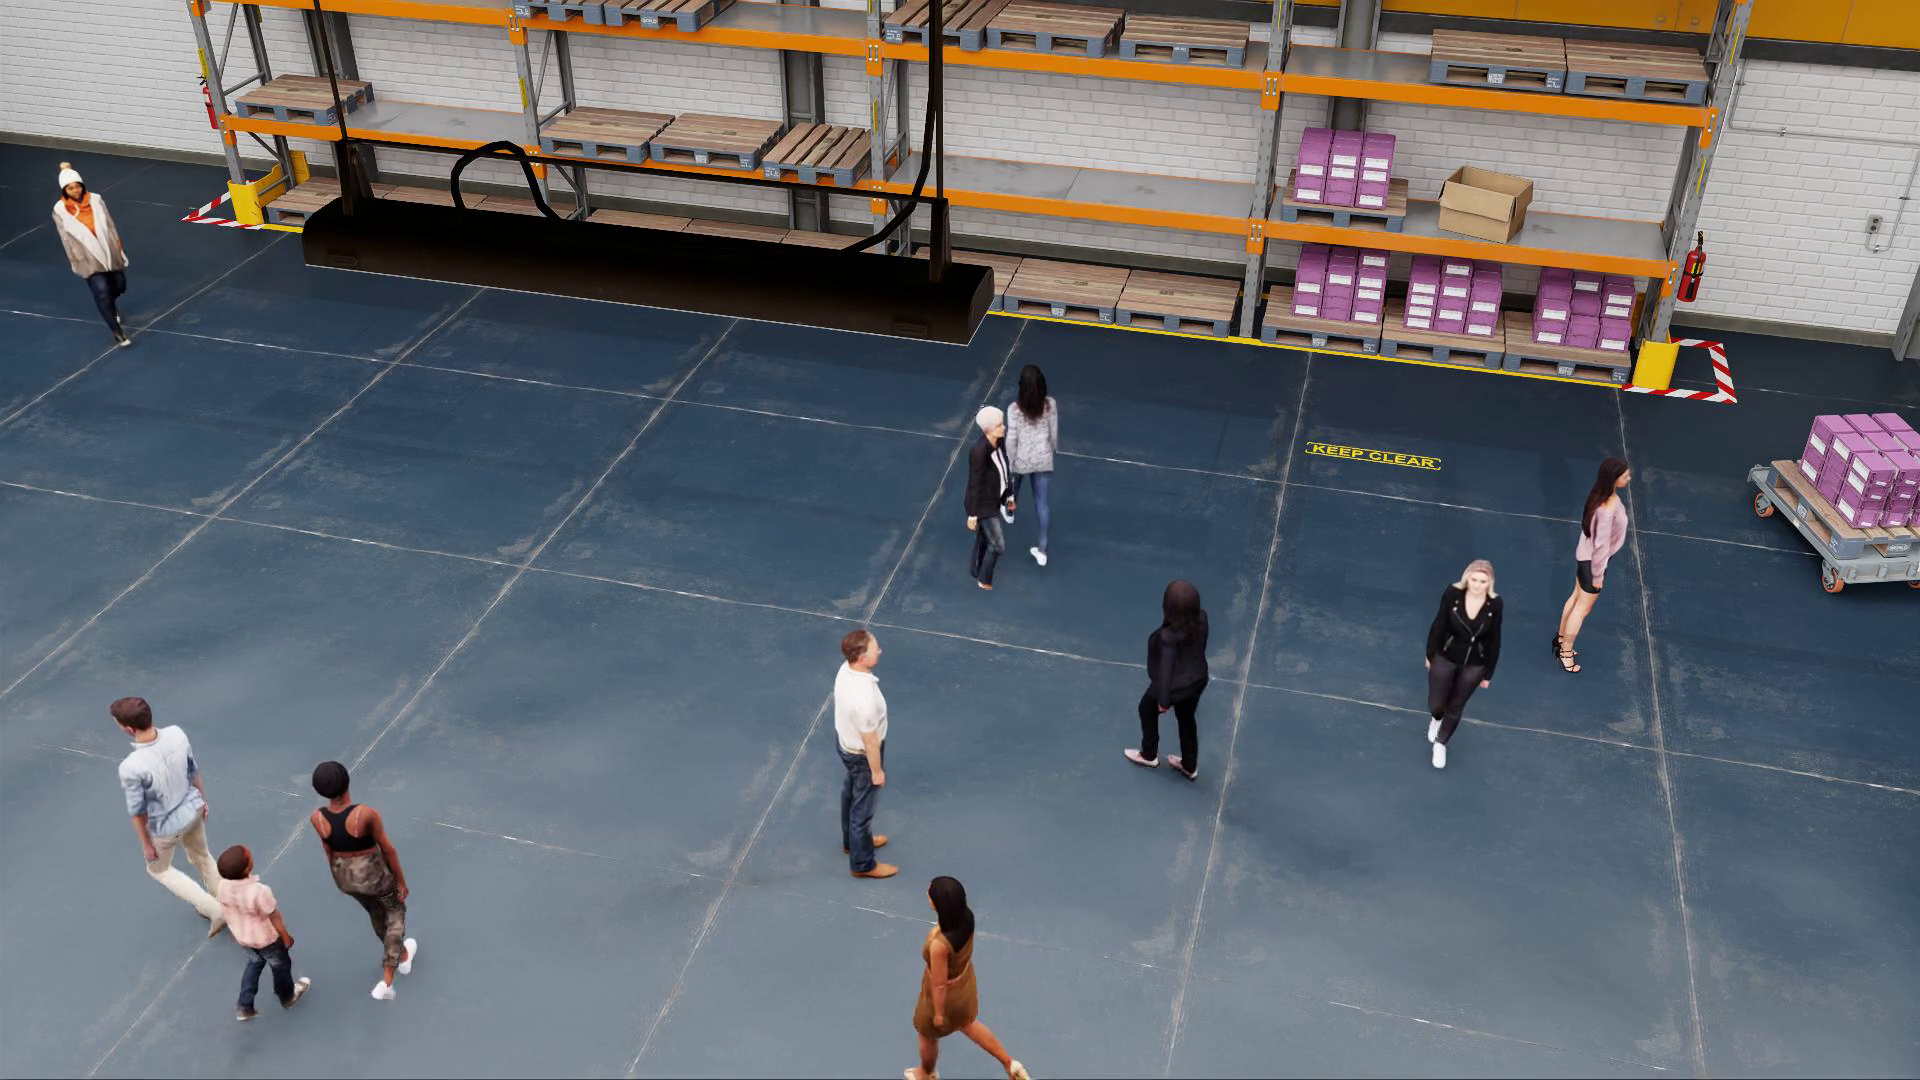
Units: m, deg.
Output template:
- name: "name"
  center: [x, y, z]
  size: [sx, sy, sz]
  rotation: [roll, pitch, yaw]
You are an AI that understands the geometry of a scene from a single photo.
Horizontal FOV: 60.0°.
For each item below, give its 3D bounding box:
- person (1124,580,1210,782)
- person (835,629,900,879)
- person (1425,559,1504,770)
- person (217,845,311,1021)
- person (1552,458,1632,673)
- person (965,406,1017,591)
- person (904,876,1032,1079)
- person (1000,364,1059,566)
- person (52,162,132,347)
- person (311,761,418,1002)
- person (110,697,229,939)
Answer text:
- name: "person"
  center: [1.548, 1.000, 11.291]
  size: [0.892, 1.599, 0.823]
  rotation: [26, 41, 33]
- name: "person"
  center: [-0.649, 1.335, 10.557]
  size: [0.744, 1.855, 0.747]
  rotation: [-7, 34, -11]
- name: "person"
  center: [3.465, 0.798, 11.523]
  size: [0.594, 1.679, 0.680]
  rotation: [9, 35, 14]
- name: "person"
  center: [-4.089, 2.303, 9.602]
  size: [0.637, 1.300, 0.570]
  rotation: [9, 35, 14]
- name: "person"
  center: [4.684, 0.174, 12.343]
  size: [0.517, 1.811, 0.623]
  rotation: [8, 34, 11]
- name: "person"
  center: [0.131, -0.278, 13.388]
  size: [0.729, 1.766, 0.819]
  rotation: [15, 37, 22]
- name: "person"
  center: [0.015, 2.480, 9.004]
  size: [1.007, 1.668, 0.647]
  rotation: [12, 36, 18]
- name: "person"
  center: [0.607, -0.585, 13.605]
  size: [1.191, 1.679, 1.090]
  rotation: [-8, 35, -12]
- name: "person"
  center: [-8.857, -2.962, 17.008]
  size: [1.204, 1.870, 0.997]
  rotation: [27, 42, 34]
- name: "person"
  center: [-3.479, 2.038, 9.666]
  size: [0.899, 1.669, 0.807]
  rotation: [2, 34, 3]
- name: "person"
  center: [-4.662, 1.717, 10.000]
  size: [0.771, 1.835, 0.714]
  rotation: [15, 36, 21]
